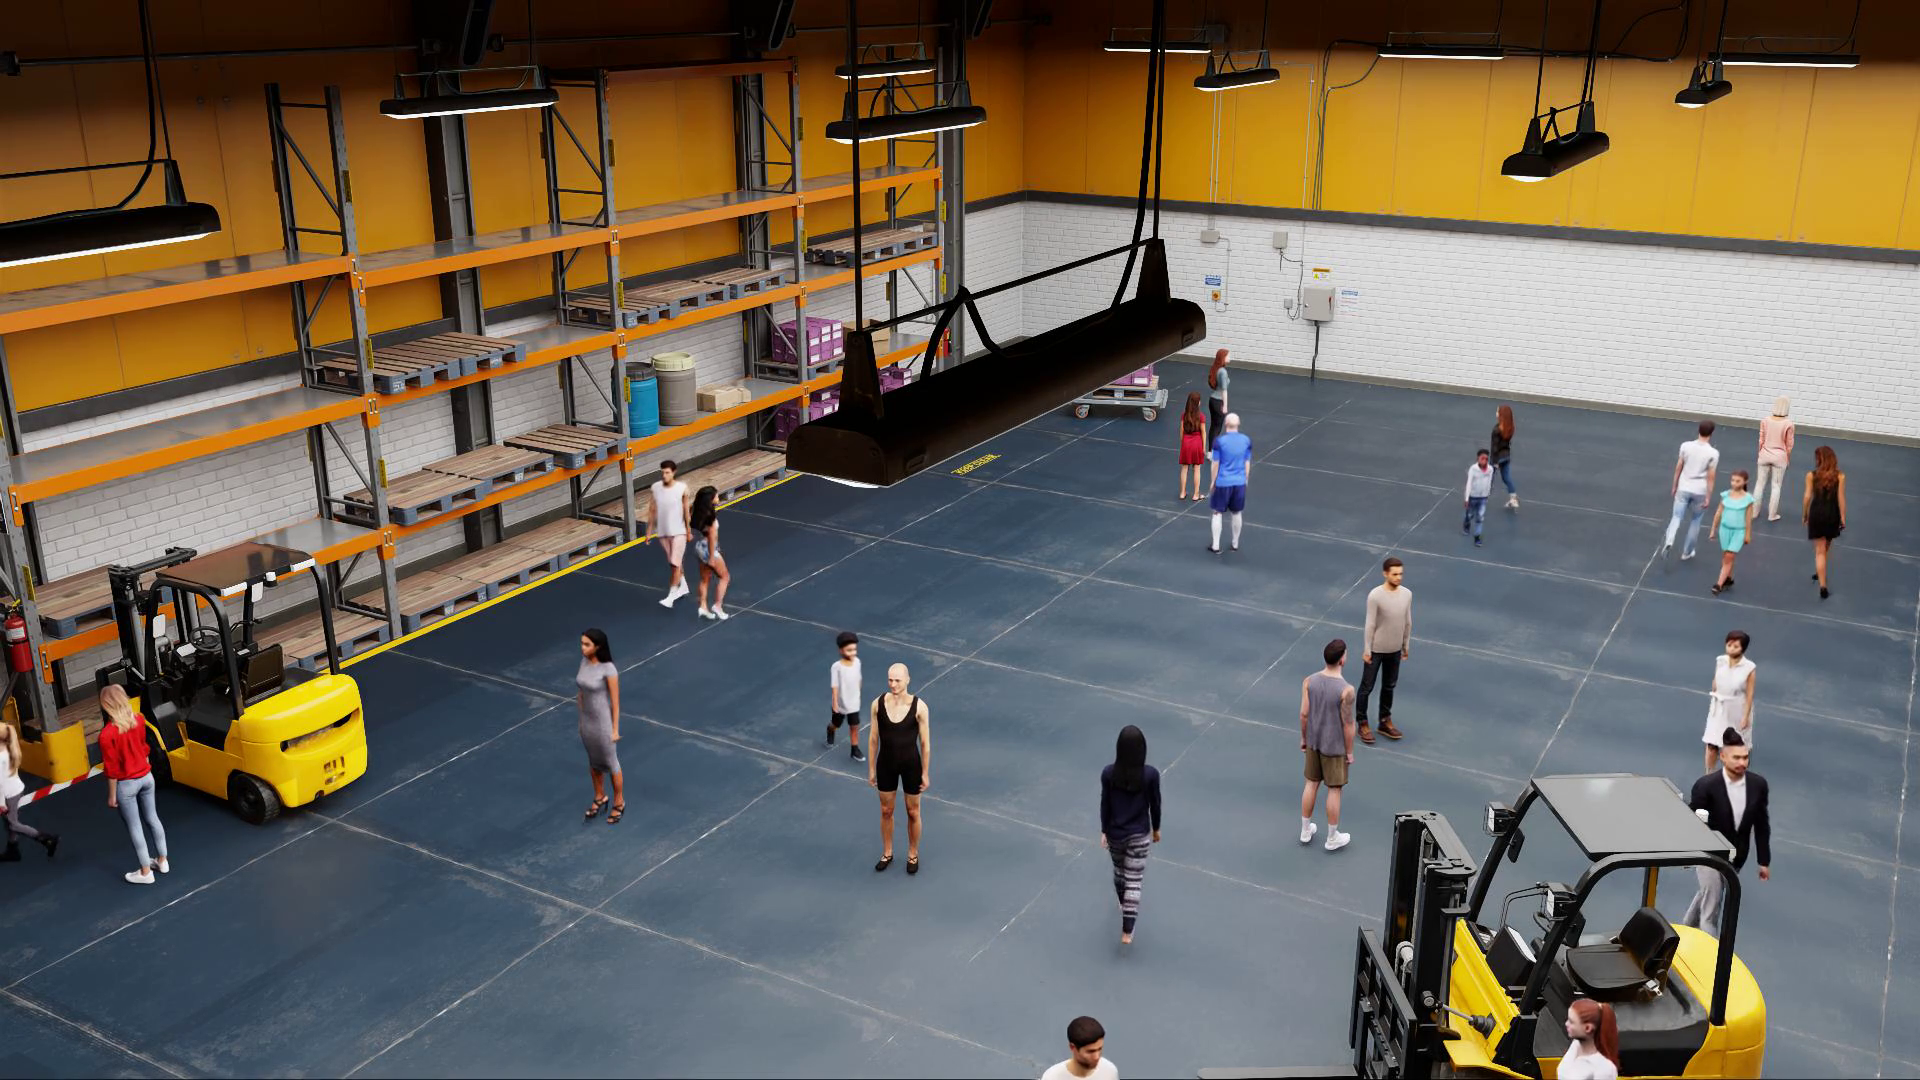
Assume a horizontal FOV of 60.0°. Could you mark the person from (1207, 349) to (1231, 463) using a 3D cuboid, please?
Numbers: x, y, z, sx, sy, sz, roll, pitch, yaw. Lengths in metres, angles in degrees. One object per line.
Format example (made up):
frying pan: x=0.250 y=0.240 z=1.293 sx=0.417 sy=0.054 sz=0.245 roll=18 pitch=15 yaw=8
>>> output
person: x=3.933 y=-2.061 z=25.350 sx=0.709 sy=1.741 sz=0.645 roll=-4 pitch=19 yaw=-13

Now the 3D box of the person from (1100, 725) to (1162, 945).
person: x=1.281 y=2.254 z=12.609 sx=0.916 sy=1.695 sz=1.177 roll=2 pitch=19 yaw=6

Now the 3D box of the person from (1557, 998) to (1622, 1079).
person: x=3.579 y=3.344 z=9.338 sx=0.925 sy=1.717 sz=1.020 roll=0 pitch=19 yaw=0

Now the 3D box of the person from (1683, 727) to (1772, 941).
person: x=5.579 y=2.251 z=12.287 sx=1.124 sy=1.906 sz=1.271 roll=-2 pitch=19 yaw=-6

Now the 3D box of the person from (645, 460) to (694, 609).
person: x=-3.340 y=-0.110 z=19.553 sx=0.745 sy=1.744 sz=1.088 roll=7 pitch=20 yaw=20

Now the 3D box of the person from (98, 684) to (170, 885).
person: x=-6.699 y=1.968 z=13.446 sx=0.724 sy=1.703 sz=0.525 roll=6 pitch=19 yaw=17

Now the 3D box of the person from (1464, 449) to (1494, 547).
person: x=6.765 y=-0.591 z=21.758 sx=0.669 sy=1.247 sz=0.871 roll=2 pitch=19 yaw=5

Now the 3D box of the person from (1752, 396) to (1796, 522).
person: x=11.046 y=-1.122 z=22.586 sx=0.635 sy=1.726 sz=0.577 roll=15 pitch=24 yaw=38

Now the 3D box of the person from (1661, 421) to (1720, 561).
person: x=9.122 y=-0.564 z=20.773 sx=0.745 sy=1.826 sz=1.070 roll=14 pitch=23 yaw=35

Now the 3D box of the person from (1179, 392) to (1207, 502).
person: x=3.280 y=-1.333 z=23.483 sx=0.548 sy=1.554 sz=0.610 roll=9 pitch=21 yaw=24

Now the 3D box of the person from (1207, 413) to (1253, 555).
person: x=3.450 y=-0.724 z=21.224 sx=0.777 sy=1.840 sz=0.812 roll=-3 pitch=19 yaw=-7

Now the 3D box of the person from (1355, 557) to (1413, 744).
person: x=4.067 y=1.035 z=15.966 sx=0.703 sy=1.864 sz=0.779 roll=-6 pitch=20 yaw=-18

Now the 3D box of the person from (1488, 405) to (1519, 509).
person: x=7.548 y=-1.127 z=23.034 sx=0.997 sy=1.451 sz=0.937 roll=-10 pitch=21 yaw=-28

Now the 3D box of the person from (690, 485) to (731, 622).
person: x=-2.929 y=0.176 z=18.912 sx=0.763 sy=1.611 sz=0.703 roll=-9 pitch=20 yaw=-24

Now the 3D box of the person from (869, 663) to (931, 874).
person: x=-0.488 y=1.854 z=13.609 sx=0.713 sy=1.815 sz=0.631 roll=3 pitch=19 yaw=10

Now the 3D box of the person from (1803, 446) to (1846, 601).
person: x=10.183 y=-0.163 z=19.645 sx=0.750 sy=1.785 sz=1.036 roll=8 pitch=20 yaw=24

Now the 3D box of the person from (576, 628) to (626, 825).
person: x=-3.112 y=1.603 z=14.408 sx=0.602 sy=1.781 sz=0.534 roll=12 pitch=22 yaw=32

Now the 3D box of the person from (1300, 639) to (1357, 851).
person: x=3.068 y=1.689 z=13.907 sx=0.660 sy=1.843 sz=0.598 roll=14 pitch=23 yaw=36

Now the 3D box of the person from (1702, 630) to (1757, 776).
person: x=6.982 y=1.536 z=14.994 sx=1.006 sy=1.534 sz=0.747 roll=-16 pitch=24 yaw=-39

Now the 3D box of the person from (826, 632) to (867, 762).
person: x=-1.100 y=1.452 z=15.694 sx=0.803 sy=1.246 sz=0.787 roll=-10 pitch=21 yaw=-28

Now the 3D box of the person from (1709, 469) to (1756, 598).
person: x=9.254 y=-0.097 z=19.868 sx=1.069 sy=1.519 sz=0.765 roll=-17 pitch=25 yaw=-41

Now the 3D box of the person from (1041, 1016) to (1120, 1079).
person: x=0.616 y=3.366 z=9.279 sx=0.716 sy=1.714 sz=0.813 roll=-8 pitch=20 yaw=-22

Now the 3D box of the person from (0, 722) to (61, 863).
person: x=-7.793 y=2.097 z=13.749 sx=0.840 sy=1.265 sz=0.801 roll=-3 pitch=19 yaw=-10
